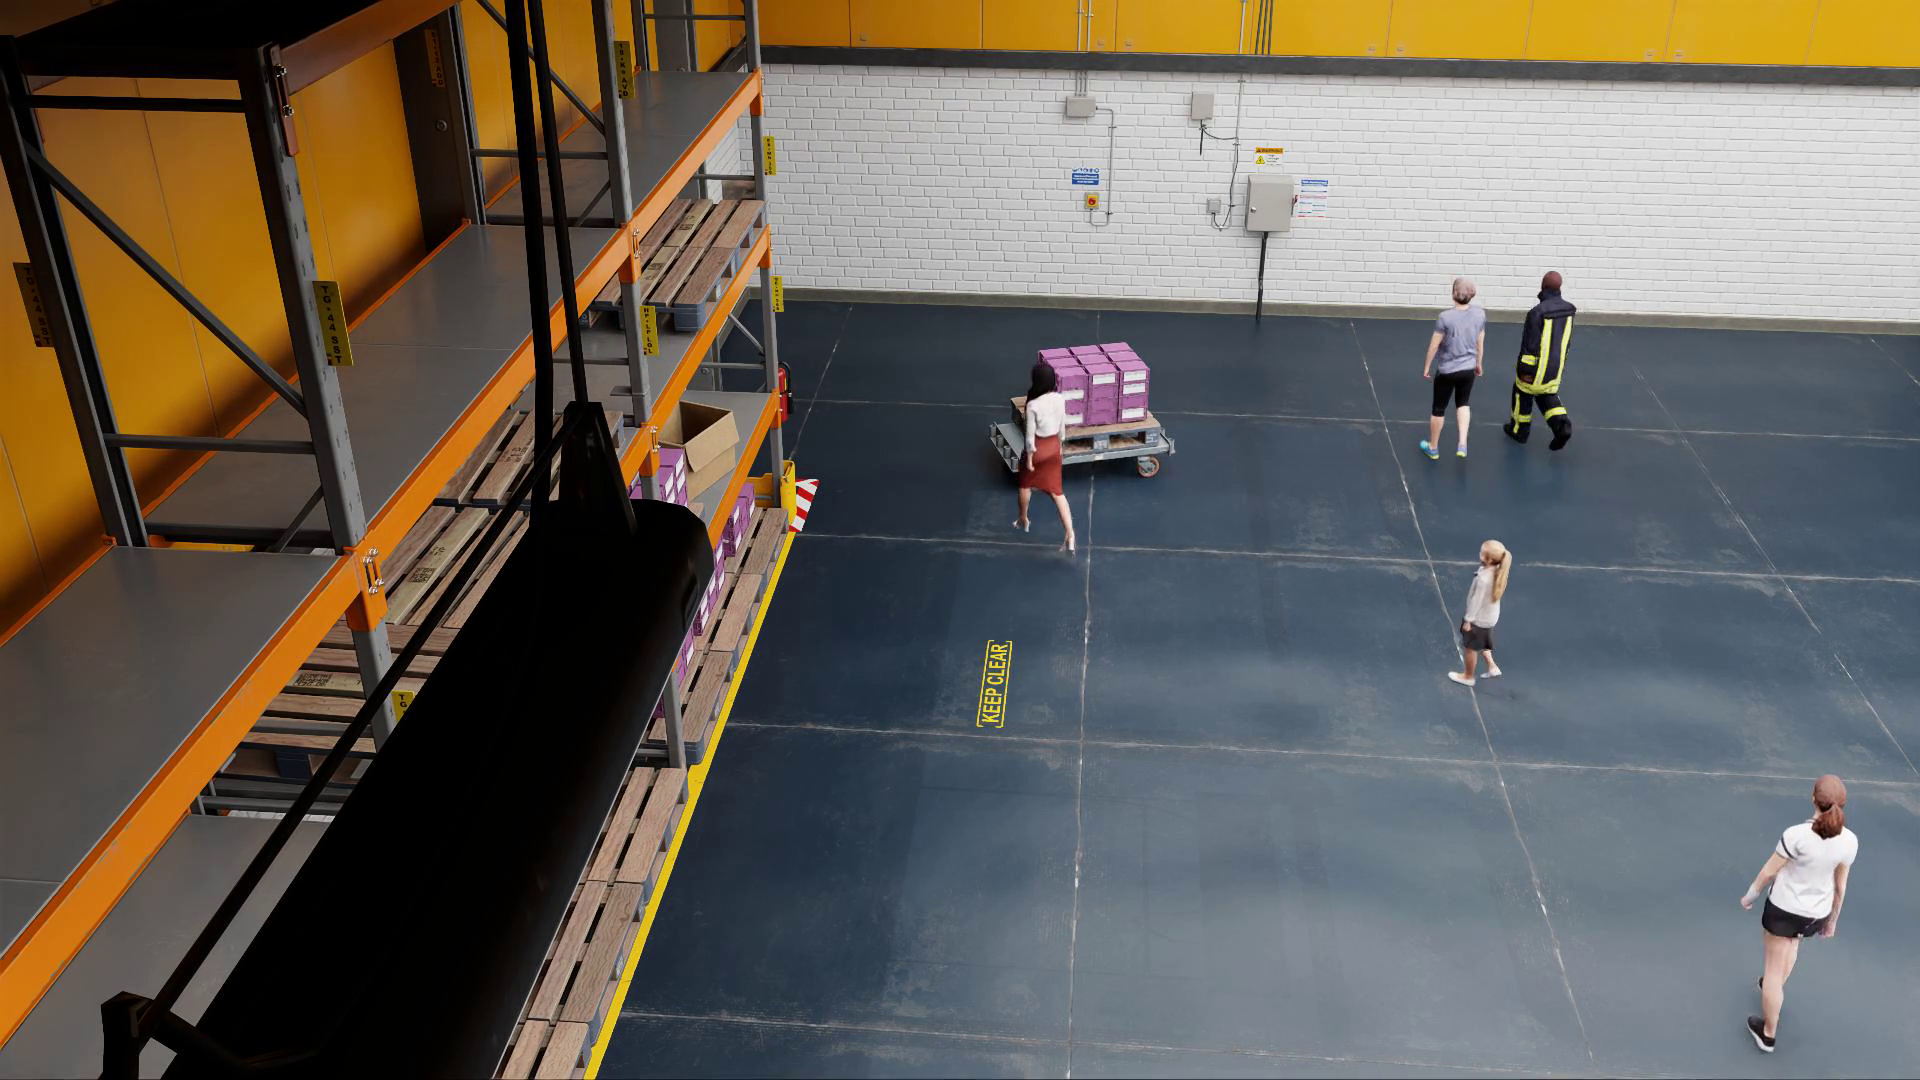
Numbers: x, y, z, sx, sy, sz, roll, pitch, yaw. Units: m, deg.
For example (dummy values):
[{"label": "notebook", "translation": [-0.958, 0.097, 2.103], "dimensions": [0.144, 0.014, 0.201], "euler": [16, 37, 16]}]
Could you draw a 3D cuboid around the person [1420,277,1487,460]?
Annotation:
[{"label": "person", "translation": [4.795, -1.604, 16.008], "dimensions": [0.789, 1.880, 0.838], "euler": [-3, 29, -5]}]

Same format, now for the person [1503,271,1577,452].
[{"label": "person", "translation": [5.777, -1.728, 16.321], "dimensions": [1.037, 1.799, 1.207], "euler": [-11, 31, -19]}]

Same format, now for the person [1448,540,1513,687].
[{"label": "person", "translation": [4.019, 0.576, 12.649], "dimensions": [0.723, 1.270, 0.664], "euler": [24, 37, 37]}]

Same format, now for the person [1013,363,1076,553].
[{"label": "person", "translation": [0.777, -0.680, 14.489], "dimensions": [1.038, 1.712, 1.184], "euler": [-17, 33, -28]}]

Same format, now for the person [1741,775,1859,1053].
[{"label": "person", "translation": [4.702, 2.140, 9.300], "dimensions": [0.617, 1.730, 0.797], "euler": [0, 29, -1]}]
